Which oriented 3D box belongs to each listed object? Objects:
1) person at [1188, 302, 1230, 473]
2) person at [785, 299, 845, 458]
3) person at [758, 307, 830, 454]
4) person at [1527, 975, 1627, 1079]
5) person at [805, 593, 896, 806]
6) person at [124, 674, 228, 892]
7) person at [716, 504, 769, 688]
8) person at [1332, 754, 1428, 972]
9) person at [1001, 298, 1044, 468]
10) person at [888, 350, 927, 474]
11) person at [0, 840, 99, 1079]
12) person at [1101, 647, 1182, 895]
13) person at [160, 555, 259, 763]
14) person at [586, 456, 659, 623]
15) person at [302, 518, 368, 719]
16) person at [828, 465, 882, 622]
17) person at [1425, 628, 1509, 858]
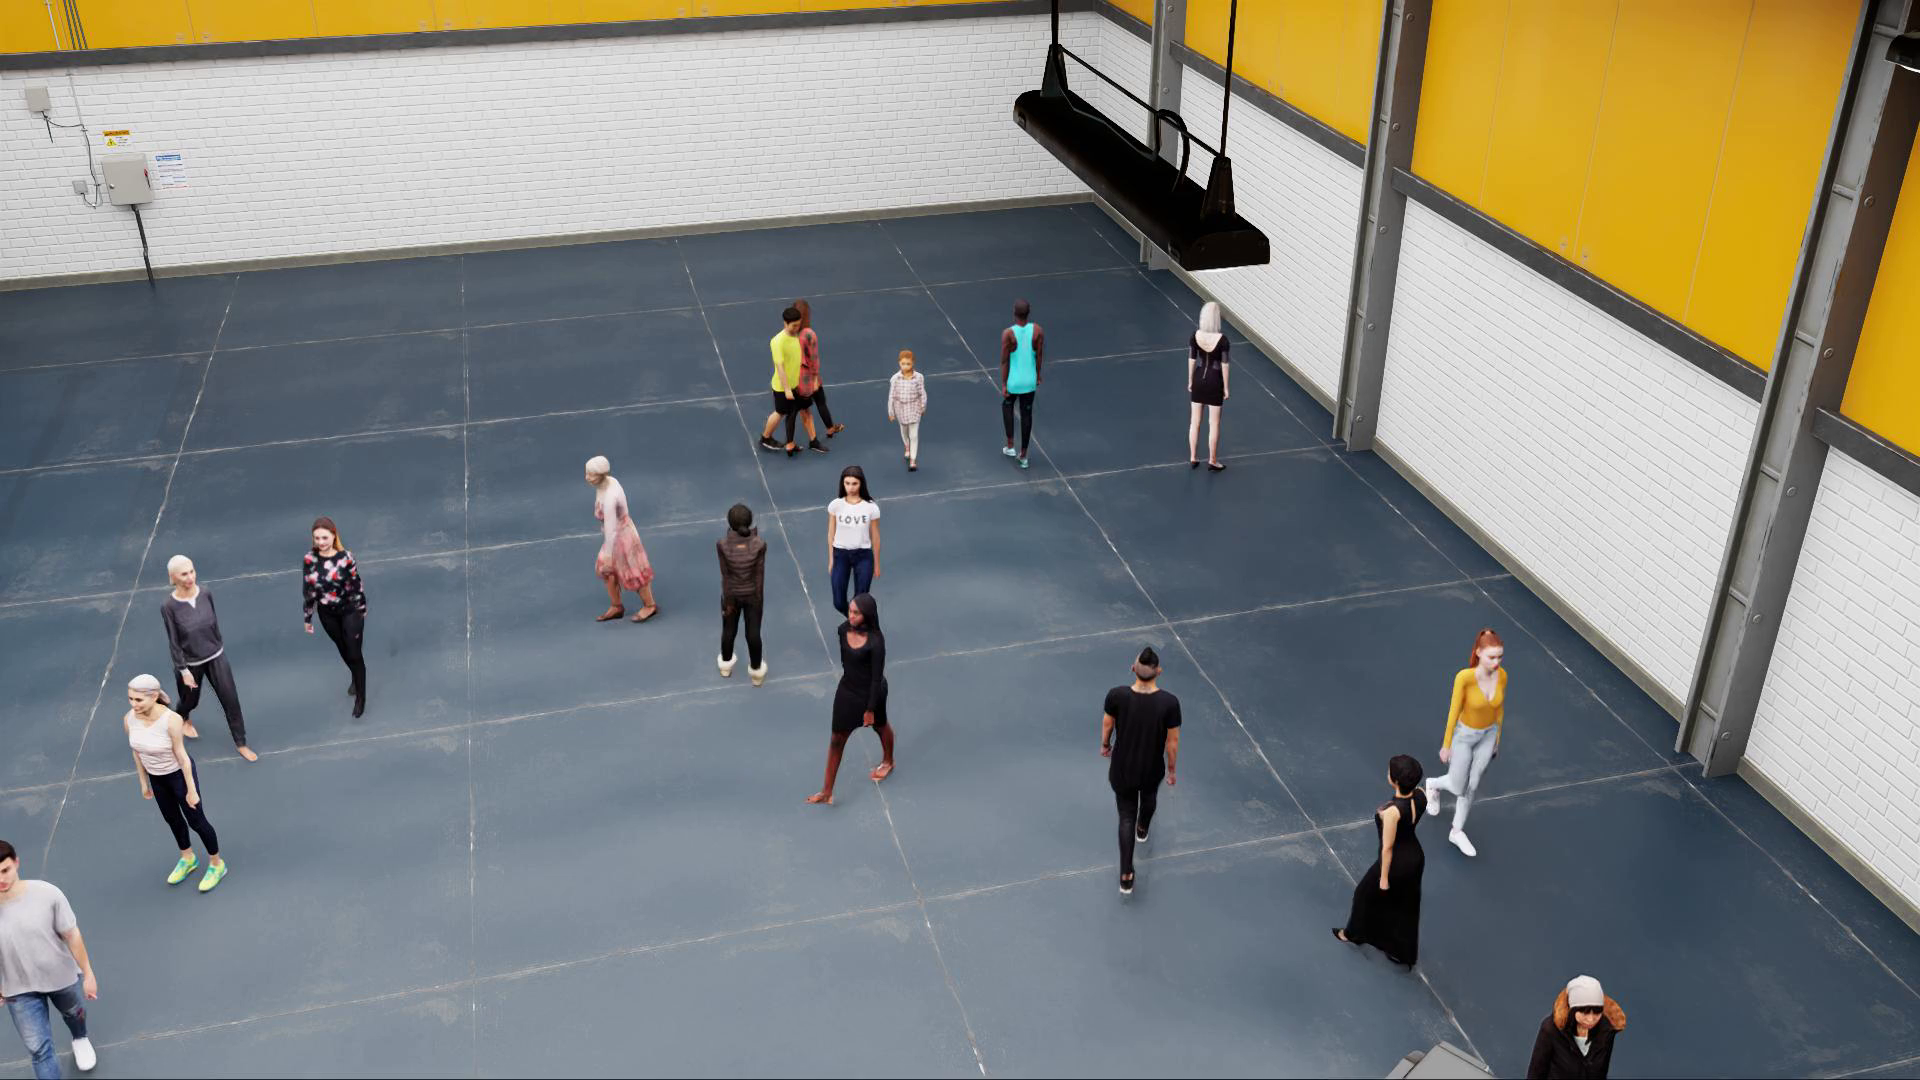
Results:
[{"bbox_3d":[2.558,-1.570,17.070,0.683,1.829,0.726,17,33,28],"label":"person"},{"bbox_3d":[-1.716,-1.657,17.410,1.061,1.658,1.076,20,34,32],"label":"person"},{"bbox_3d":[-1.865,-1.663,17.413,1.081,1.665,1.005,13,31,23],"label":"person"},{"bbox_3d":[3.242,2.985,8.925,0.671,1.634,0.656,-3,29,-5],"label":"person"},{"bbox_3d":[-0.651,1.124,12.286,1.141,1.681,1.103,22,35,34],"label":"person"},{"bbox_3d":[-5.369,1.625,11.348,0.676,1.700,0.694,8,30,14],"label":"person"},{"bbox_3d":[-1.784,0.394,13.657,0.669,1.651,0.804,-5,29,-9],"label":"person"},{"bbox_3d":[2.852,2.107,10.593,0.771,1.578,0.912,-20,34,-32],"label":"person"},{"bbox_3d":[0.651,-1.577,17.124,0.656,1.791,0.686,-4,29,-7],"label":"person"},{"bbox_3d":[-0.545,-1.386,17.315,0.702,1.272,0.967,0,29,0],"label":"person"},{"bbox_3d":[-5.335,2.469,9.647,0.923,1.848,1.245,-17,33,-28],"label":"person"},{"bbox_3d":[1.205,1.560,11.340,1.007,1.822,1.259,5,29,9],"label":"person"},{"bbox_3d":[-5.875,0.881,12.718,1.149,1.695,0.976,23,36,36],"label":"person"},{"bbox_3d":[-2.866,-0.004,14.379,0.705,1.657,0.737,-10,30,-17],"label":"person"},{"bbox_3d":[-4.979,0.531,13.398,0.741,1.659,0.944,1,29,2],"label":"person"},{"bbox_3d":[-0.890,0.153,13.978,0.709,1.767,0.785,2,29,3],"label":"person"},{"bbox_3d":[3.567,1.377,11.761,0.615,1.740,0.863,-9,30,-16],"label":"person"}]
